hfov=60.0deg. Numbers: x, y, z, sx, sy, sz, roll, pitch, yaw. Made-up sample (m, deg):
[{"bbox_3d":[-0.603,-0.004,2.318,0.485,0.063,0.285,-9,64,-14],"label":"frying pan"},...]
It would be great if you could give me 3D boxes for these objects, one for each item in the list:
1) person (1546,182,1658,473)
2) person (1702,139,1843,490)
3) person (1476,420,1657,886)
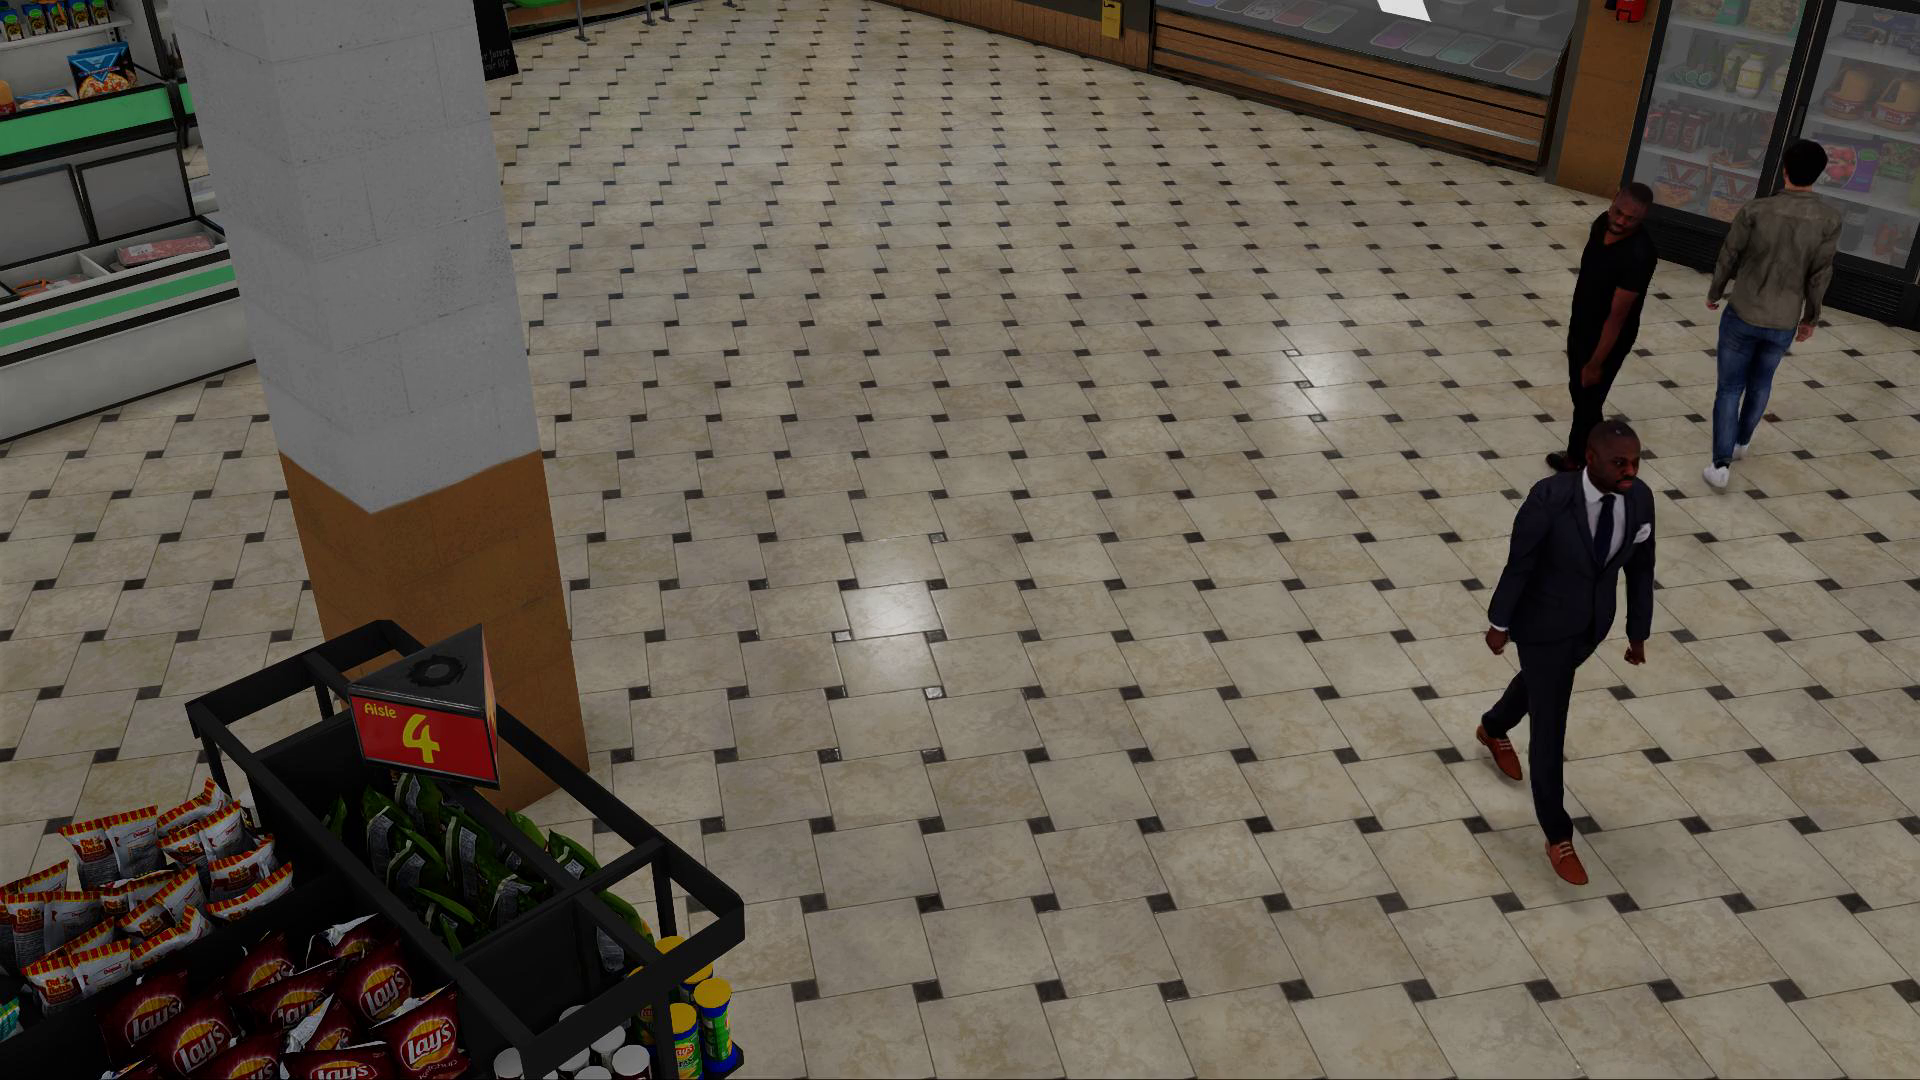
[{"bbox_3d":[3.303,-1.050,8.584,0.886,1.789,0.835,6,32,10],"label":"person"},{"bbox_3d":[4.171,-1.143,8.661,1.006,1.864,1.123,7,32,10],"label":"person"},{"bbox_3d":[2.273,0.306,6.416,1.264,1.775,1.175,-8,33,-12],"label":"person"}]
